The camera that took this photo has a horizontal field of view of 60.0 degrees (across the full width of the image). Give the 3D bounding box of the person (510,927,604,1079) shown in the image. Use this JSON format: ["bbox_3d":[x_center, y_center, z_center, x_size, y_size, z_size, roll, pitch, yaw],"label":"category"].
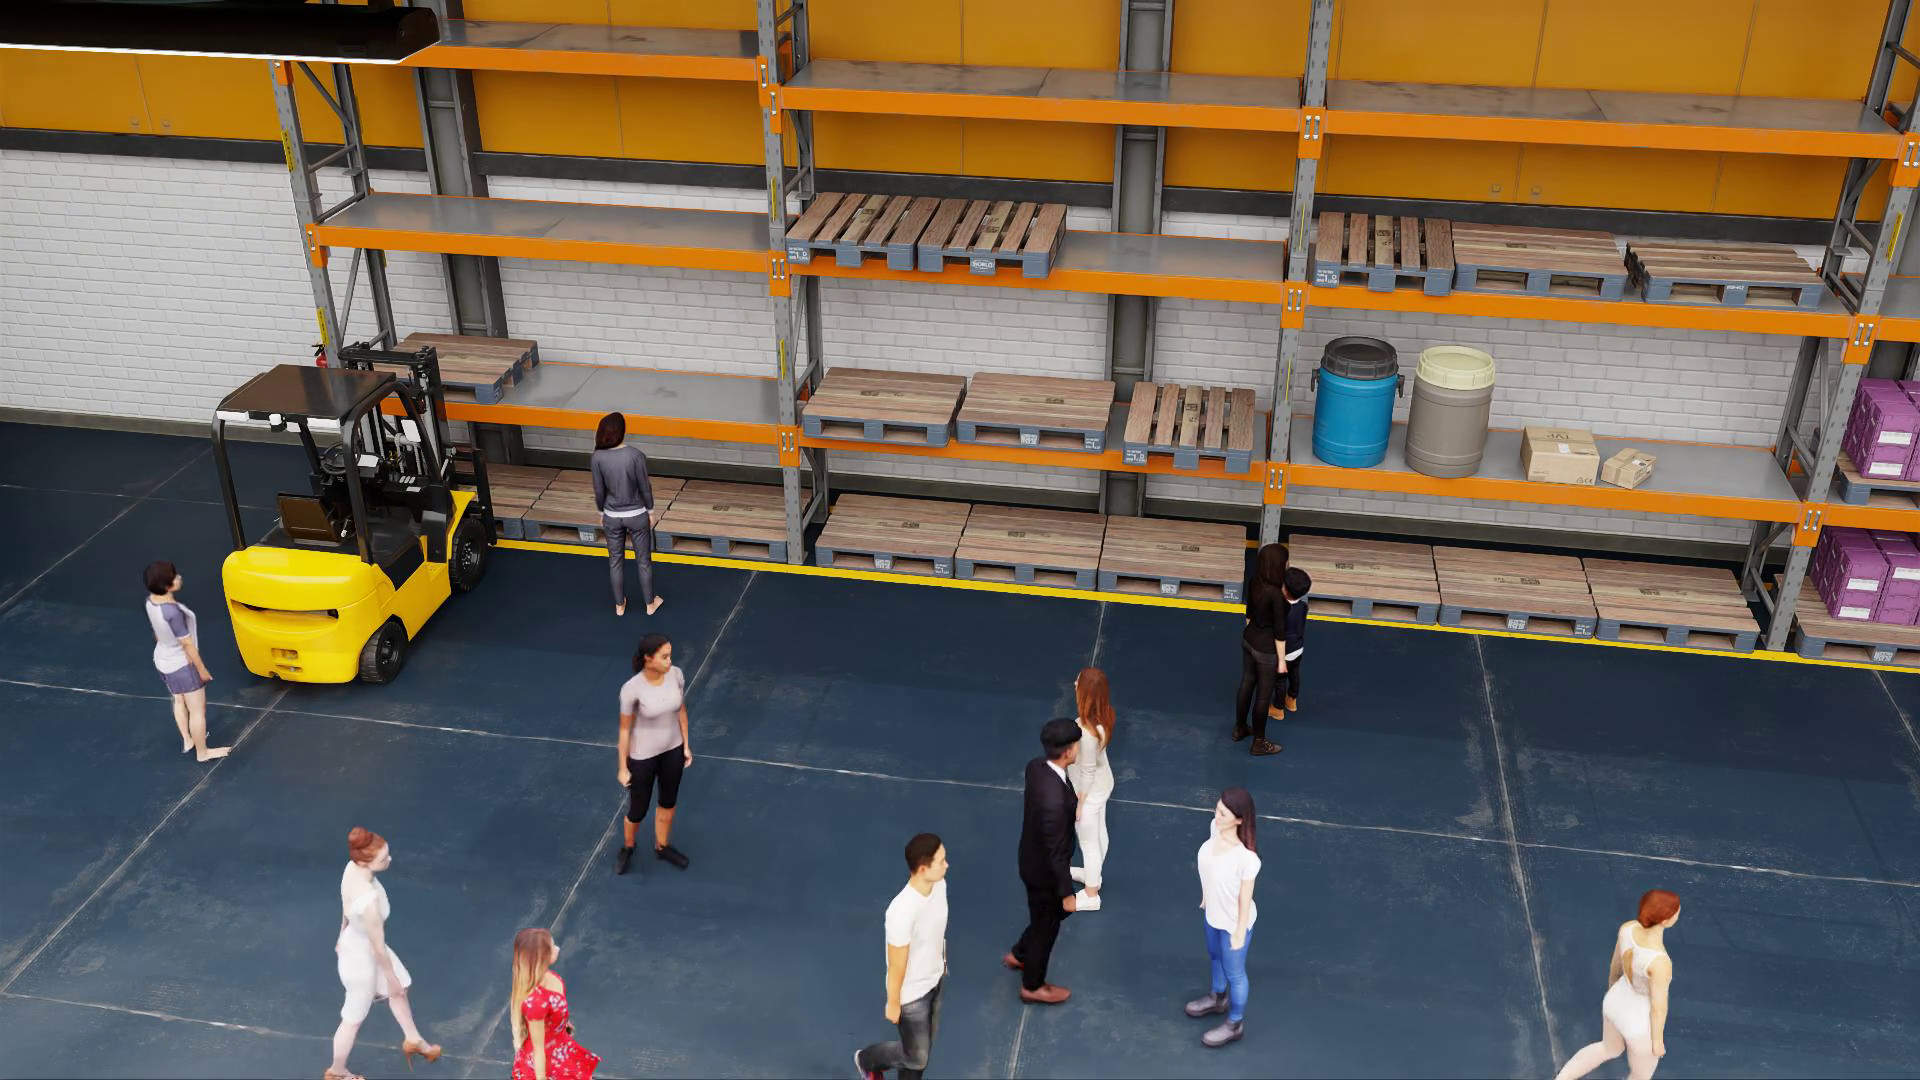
[{"bbox_3d":[-2.166,2.605,8.351,1.011,1.568,0.852,-10,30,-17],"label":"person"}]

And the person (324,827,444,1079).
[{"bbox_3d":[-3.236,2.264,8.790,0.964,1.747,0.852,-14,31,-23],"label":"person"}]

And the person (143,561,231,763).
[{"bbox_3d":[-5.457,0.830,11.610,0.617,1.564,0.723,20,34,32],"label":"person"}]

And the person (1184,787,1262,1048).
[{"bbox_3d":[1.492,2.077,9.200,0.694,1.682,0.675,-11,30,-19],"label":"person"}]

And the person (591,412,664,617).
[{"bbox_3d":[-2.671,-0.205,13.295,0.530,1.768,0.711,-1,29,-1],"label":"person"}]

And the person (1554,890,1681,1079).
[{"bbox_3d":[3.397,2.461,8.553,0.947,1.629,0.762,-6,29,-11],"label":"person"}]

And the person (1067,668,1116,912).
[{"bbox_3d":[0.810,1.518,10.193,0.589,1.713,0.630,9,30,16],"label":"person"}]

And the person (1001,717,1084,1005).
[{"bbox_3d":[0.405,1.849,9.434,0.715,1.859,0.759,2,29,3],"label":"person"}]

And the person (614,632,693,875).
[{"bbox_3d":[-1.955,1.349,10.481,0.849,1.734,0.883,-18,33,-29],"label":"person"}]

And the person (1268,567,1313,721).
[{"bbox_3d":[2.392,0.746,12.116,0.588,1.227,0.640,-21,35,-33],"label":"person"}]

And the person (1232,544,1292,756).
[{"bbox_3d":[2.116,0.755,11.666,0.674,1.642,0.644,-13,31,-23],"label":"person"}]

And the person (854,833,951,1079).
[{"bbox_3d":[-0.312,2.285,8.714,0.871,1.784,0.809,15,32,26],"label":"person"}]
